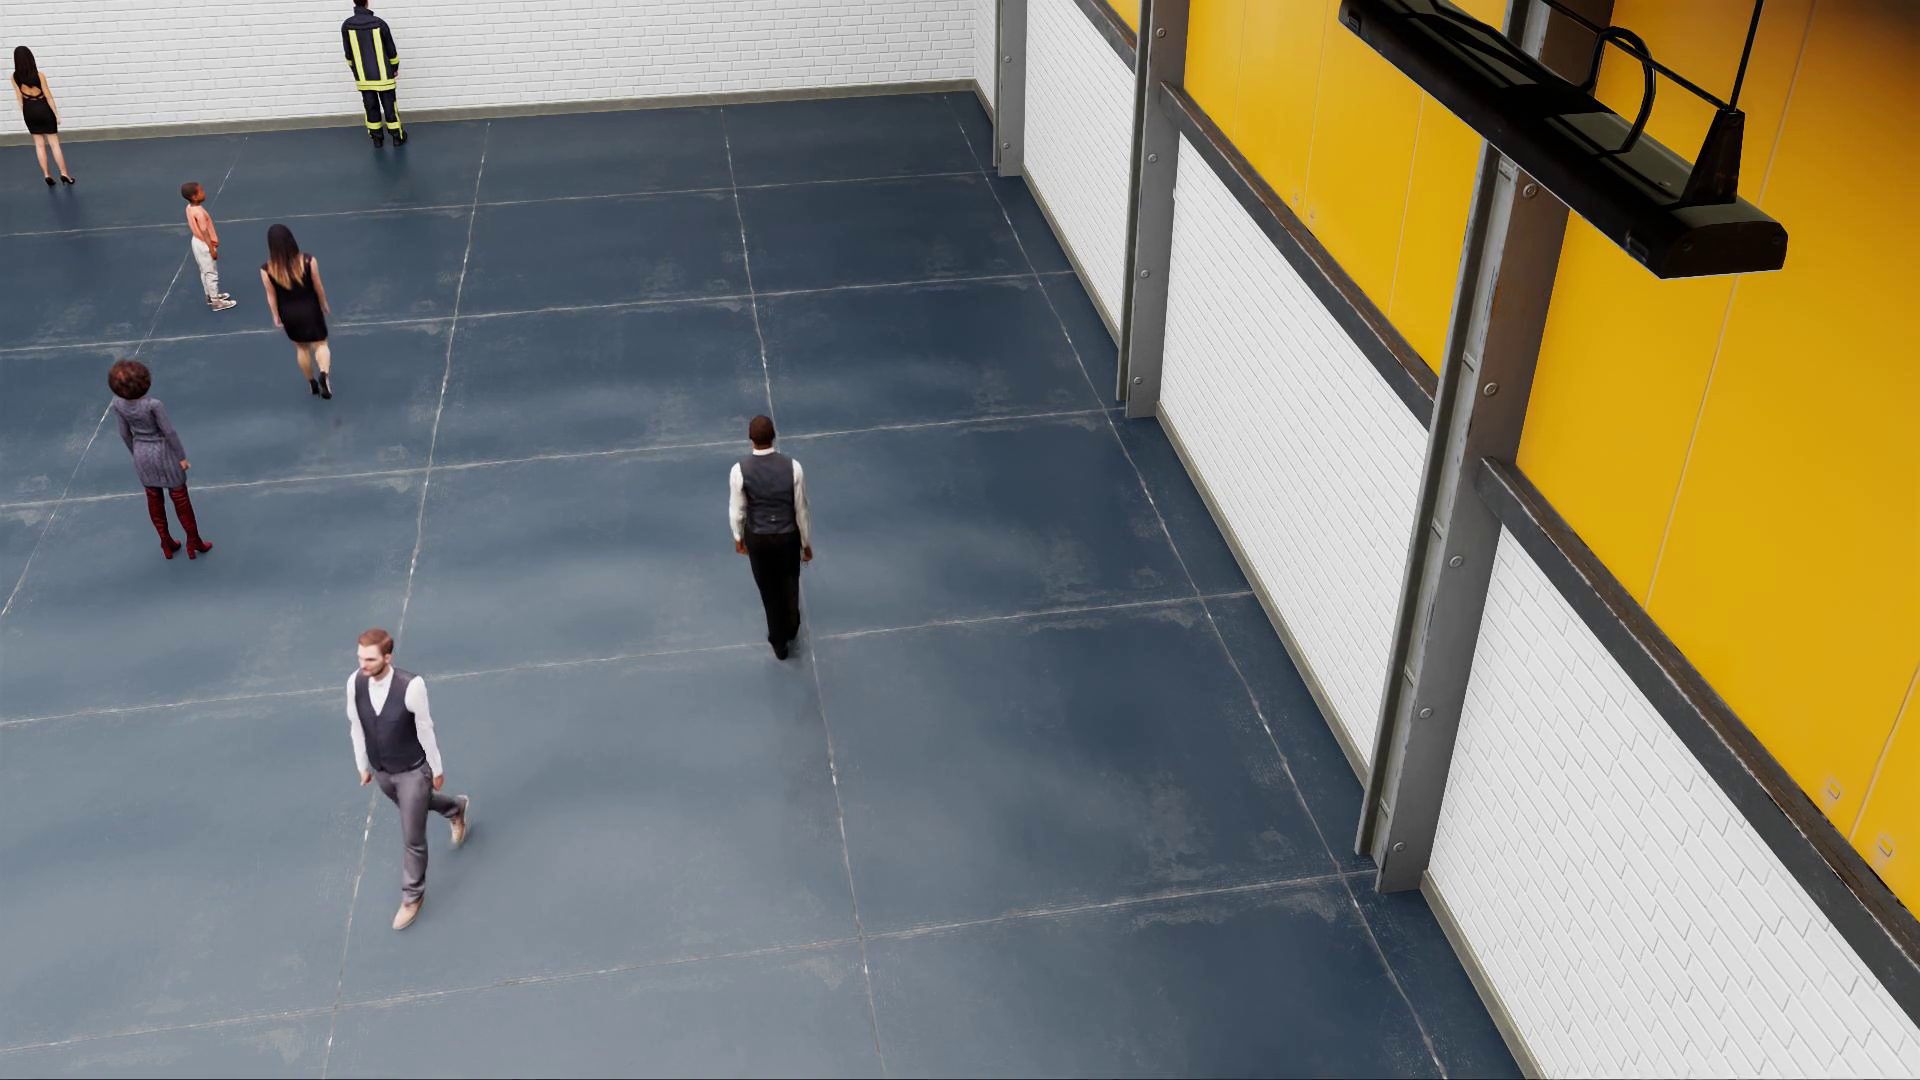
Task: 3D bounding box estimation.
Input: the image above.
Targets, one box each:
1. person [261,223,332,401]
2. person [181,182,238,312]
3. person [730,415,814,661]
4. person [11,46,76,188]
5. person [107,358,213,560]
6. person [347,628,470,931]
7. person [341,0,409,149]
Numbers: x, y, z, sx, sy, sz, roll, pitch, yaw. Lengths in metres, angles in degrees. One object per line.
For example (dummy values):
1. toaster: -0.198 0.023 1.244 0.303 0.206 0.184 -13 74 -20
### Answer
1. person: -5.871 -1.976 14.868 0.736 1.700 0.938 -12 36 -18
2. person: -7.598 -2.958 16.700 0.598 1.307 0.507 -23 40 -30
3. person: -1.308 0.041 11.647 0.717 1.906 0.671 -4 34 -7
4. person: -10.697 -4.913 19.334 0.550 1.646 0.476 -6 34 -9
5. person: -6.188 -0.616 12.811 0.644 1.712 0.619 4 34 5
6. person: -3.232 1.274 9.790 1.023 1.907 1.287 10 35 14
7. person: -7.194 -5.790 20.400 0.773 1.928 0.643 -4 34 -7
